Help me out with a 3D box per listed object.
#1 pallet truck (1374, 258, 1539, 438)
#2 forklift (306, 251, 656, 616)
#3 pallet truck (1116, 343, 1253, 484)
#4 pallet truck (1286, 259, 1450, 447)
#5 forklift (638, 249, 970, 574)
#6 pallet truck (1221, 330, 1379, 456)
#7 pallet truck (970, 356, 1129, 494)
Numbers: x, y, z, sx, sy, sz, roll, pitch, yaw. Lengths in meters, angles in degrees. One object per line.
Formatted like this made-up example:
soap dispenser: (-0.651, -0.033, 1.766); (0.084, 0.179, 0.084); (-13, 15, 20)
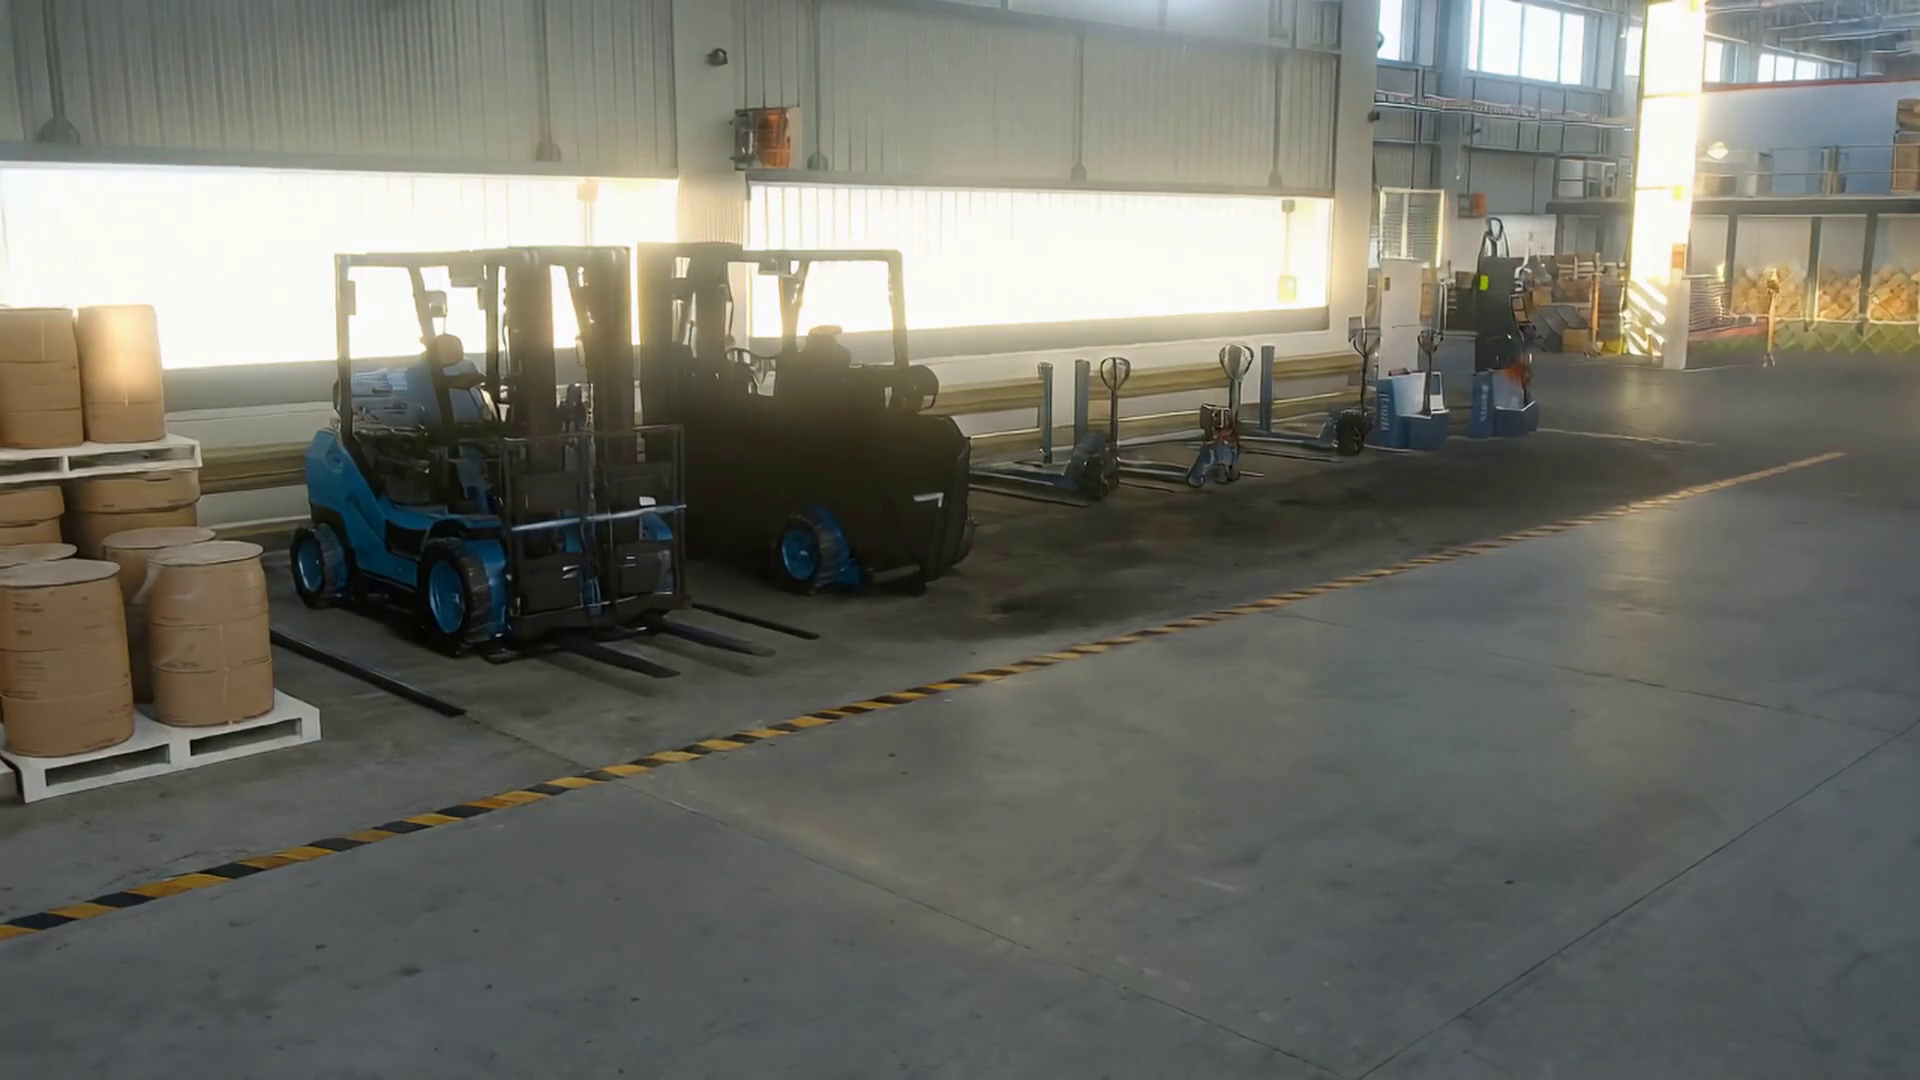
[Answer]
pallet truck: (5.704, -2.208, 18.901); (1.885, 1.965, 0.823); (10, 14, 43)
forklift: (-2.833, -0.669, 9.694); (1.157, 1.987, 2.680); (-10, 14, -44)
pallet truck: (1.962, -1.215, 15.415); (1.522, 1.261, 0.704); (10, 14, 43)
pallet truck: (4.493, -2.078, 18.196); (0.823, 1.965, 1.885); (-9, 14, -40)
forklift: (-1.173, -0.958, 11.239); (2.680, 1.987, 1.157); (10, 14, 43)
pallet truck: (3.563, -1.581, 17.381); (0.653, 1.274, 1.630); (-10, 14, -44)
pallet truck: (0.784, -1.085, 14.876); (0.680, 1.201, 1.601); (-10, 14, -44)
